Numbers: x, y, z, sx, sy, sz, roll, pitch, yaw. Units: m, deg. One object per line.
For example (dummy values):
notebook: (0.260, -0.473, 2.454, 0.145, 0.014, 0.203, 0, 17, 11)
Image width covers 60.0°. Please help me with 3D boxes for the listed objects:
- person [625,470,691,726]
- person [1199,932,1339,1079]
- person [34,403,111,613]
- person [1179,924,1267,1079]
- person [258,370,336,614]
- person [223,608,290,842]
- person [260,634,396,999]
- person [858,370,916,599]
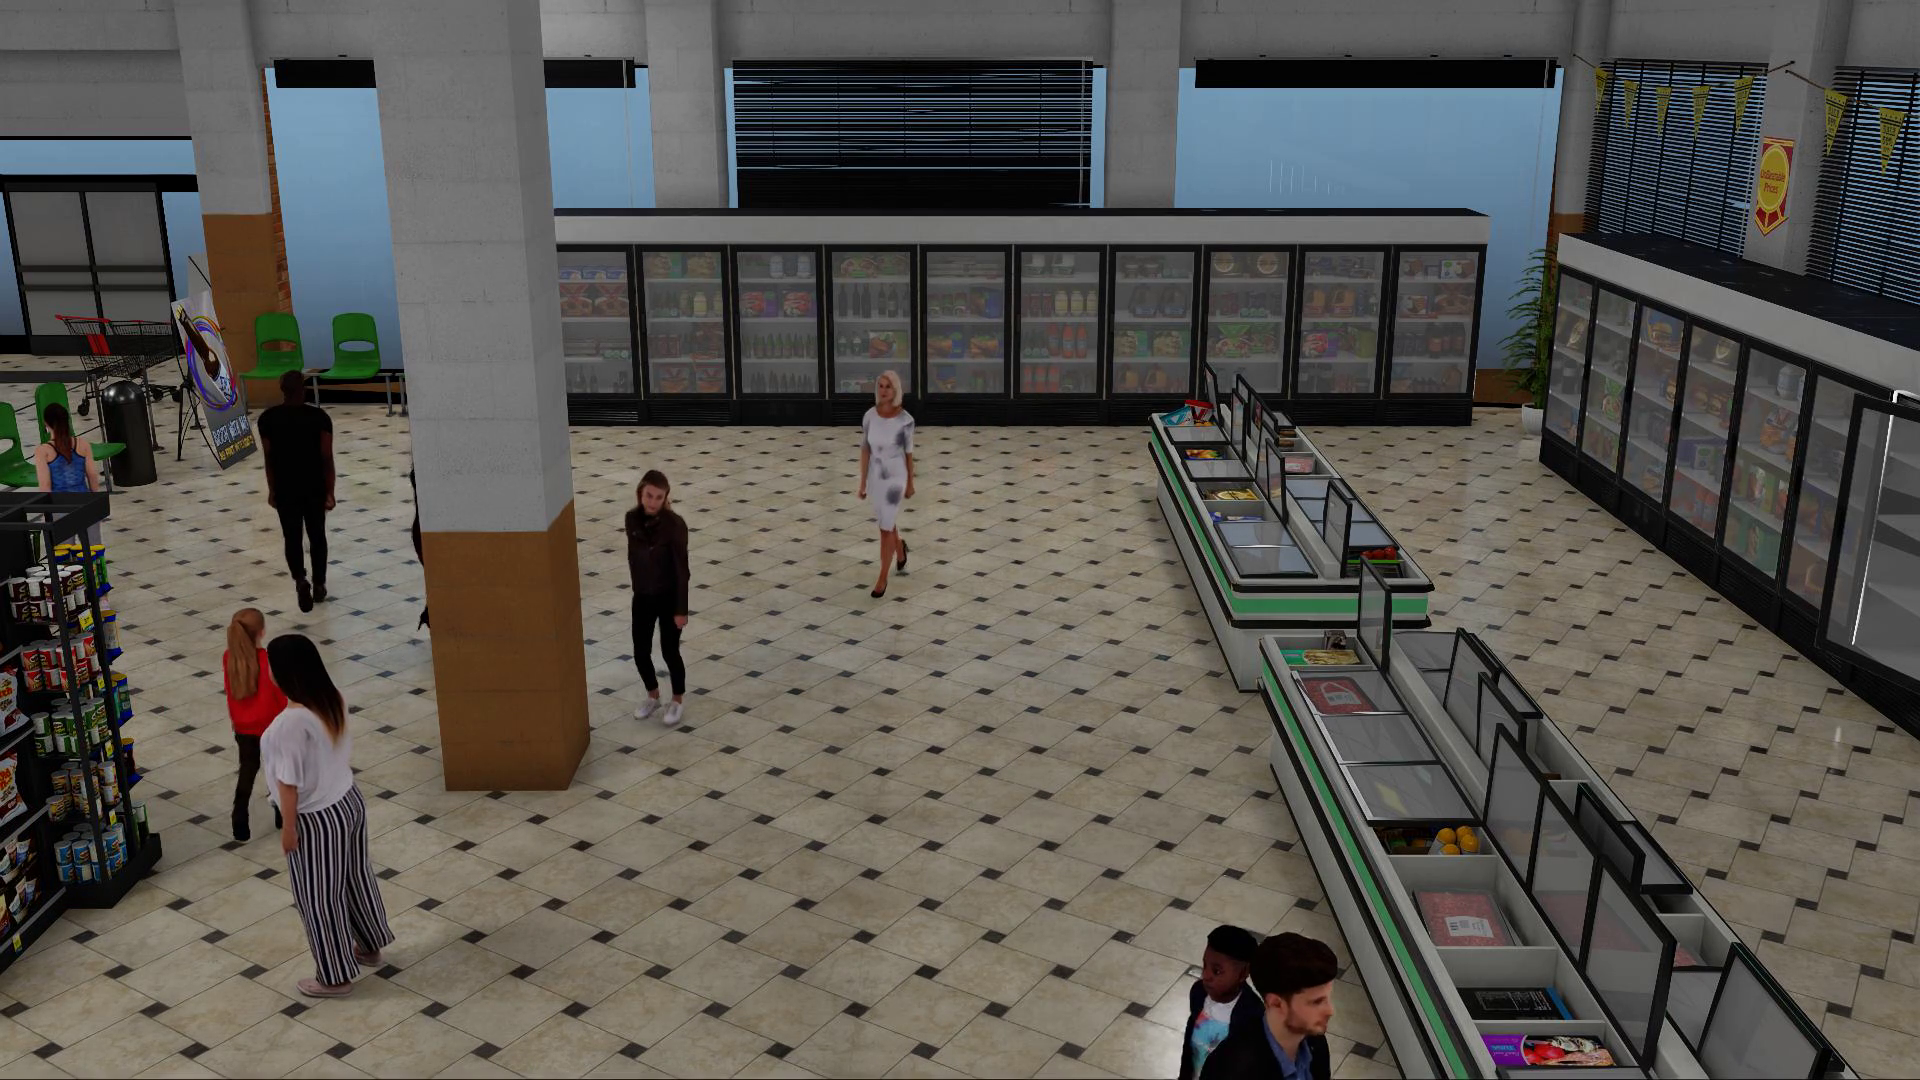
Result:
person: (-1.838, 0.355, 10.258, 0.732, 1.667, 0.756, 10, 20, 31)
person: (0.744, 1.927, 4.742, 0.970, 1.863, 1.029, -16, 23, -42)
person: (-6.538, -0.196, 12.237, 0.710, 1.570, 0.640, 14, 22, 39)
person: (0.967, 1.935, 5.836, 0.686, 1.212, 0.625, -16, 23, -42)
person: (-4.885, -0.335, 12.295, 0.872, 1.802, 1.133, -5, 18, -15)
person: (-3.757, 0.992, 8.839, 0.481, 1.271, 0.746, 0, 17, 1)
person: (-2.851, 1.210, 7.428, 0.764, 1.673, 0.624, 2, 17, 7)
person: (-0.549, -0.458, 12.850, 0.821, 1.716, 1.158, 6, 18, 20)
